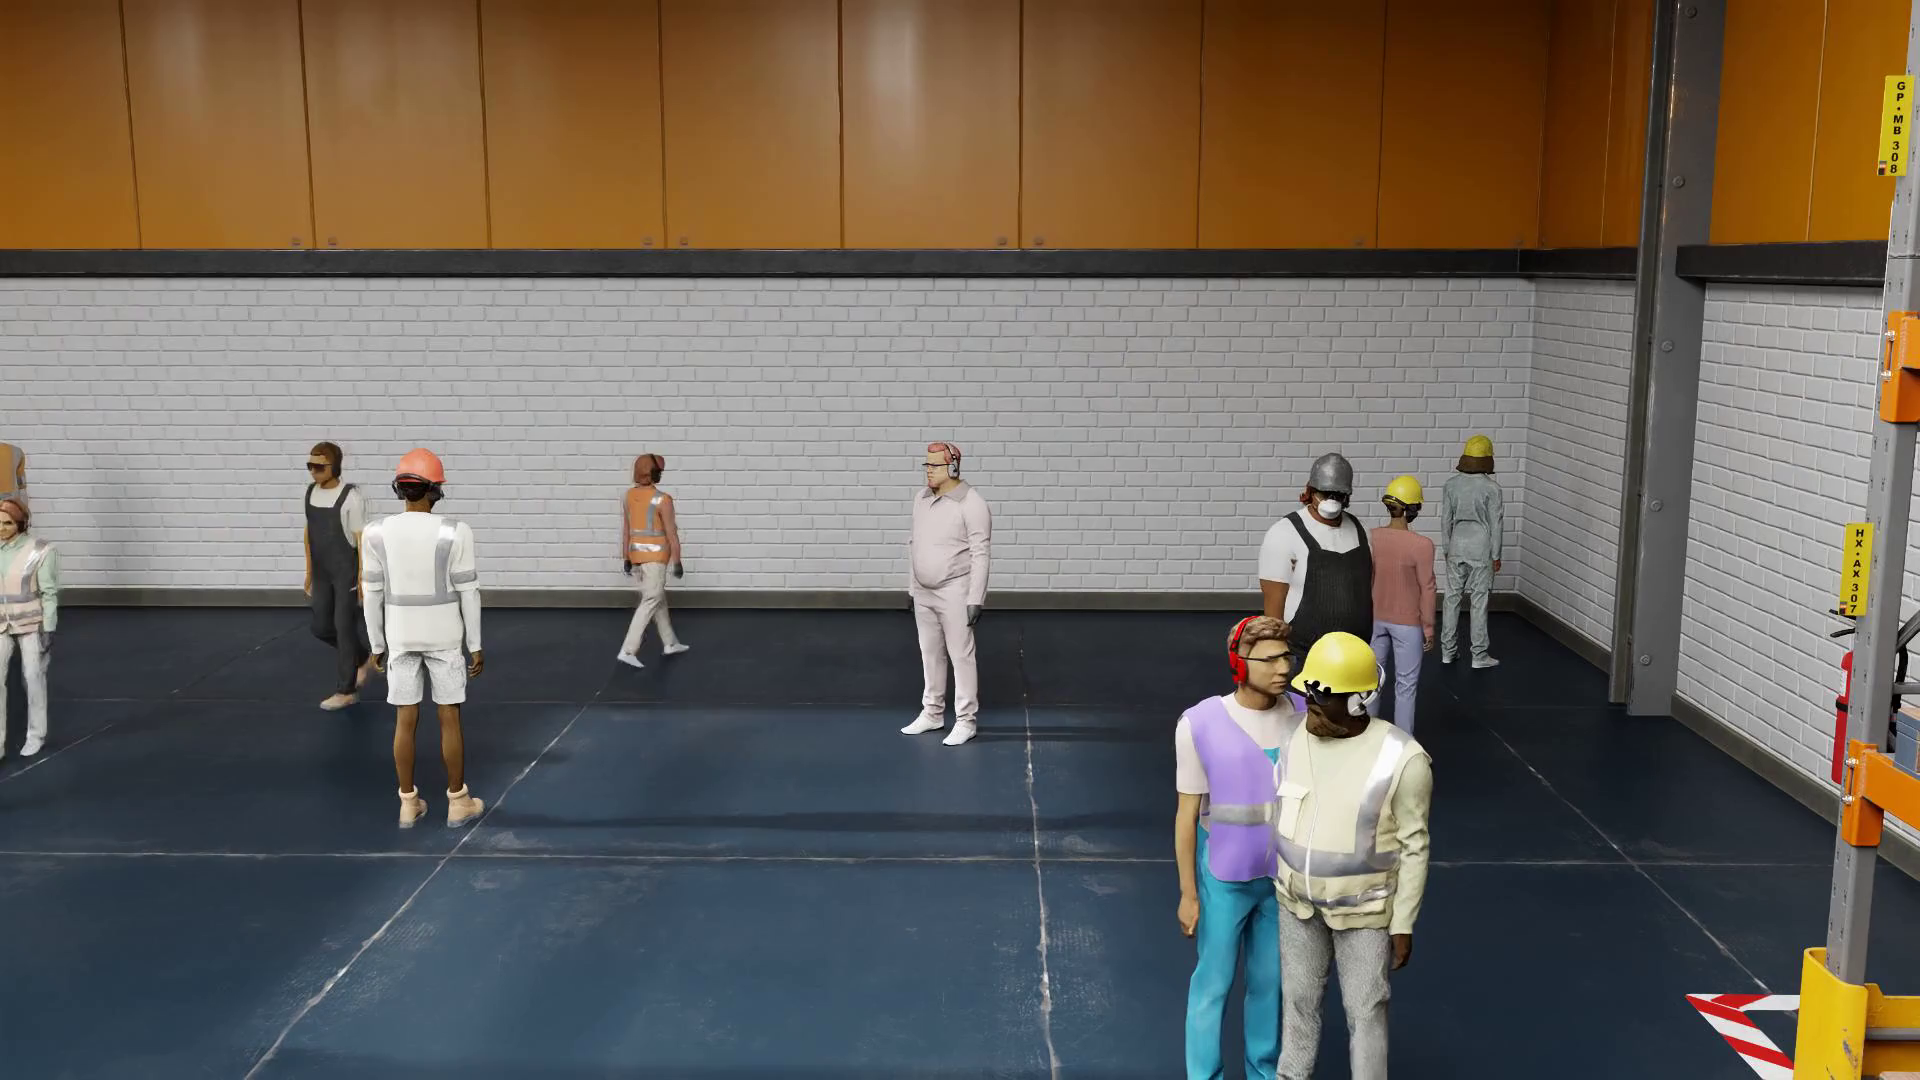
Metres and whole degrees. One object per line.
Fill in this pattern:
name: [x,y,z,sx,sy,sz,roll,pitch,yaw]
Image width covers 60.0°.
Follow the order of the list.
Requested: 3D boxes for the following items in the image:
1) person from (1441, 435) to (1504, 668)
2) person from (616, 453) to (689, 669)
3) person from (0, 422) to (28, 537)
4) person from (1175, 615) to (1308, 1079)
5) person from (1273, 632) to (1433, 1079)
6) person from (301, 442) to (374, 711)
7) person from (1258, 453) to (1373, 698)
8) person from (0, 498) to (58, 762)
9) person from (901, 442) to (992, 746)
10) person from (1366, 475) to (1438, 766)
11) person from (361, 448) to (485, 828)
person: [3.841,0.084,12.462,0.488,1.744,0.296,9,13,44]
person: [-2.337,0.145,12.520,0.530,1.602,0.825,8,12,39]
person: [-7.638,-0.125,13.132,0.379,1.937,0.547,5,11,26]
person: [0.985,1.158,5.708,0.568,1.849,0.386,-4,10,-24]
person: [1.252,1.195,5.547,0.591,1.829,0.404,8,12,40]
person: [-4.227,0.225,11.364,0.539,1.832,0.538,4,10,22]
person: [1.945,0.540,8.841,0.683,2.000,0.536,-5,11,-25]
person: [-5.697,0.556,9.988,0.529,1.608,0.683,-1,10,-8]
person: [-0.110,0.332,10.486,0.651,1.907,0.409,9,13,44]
person: [2.615,0.493,9.945,0.312,1.768,0.530,-8,13,-42]
person: [-2.858,0.526,8.924,0.614,2.038,0.396,0,9,1]
